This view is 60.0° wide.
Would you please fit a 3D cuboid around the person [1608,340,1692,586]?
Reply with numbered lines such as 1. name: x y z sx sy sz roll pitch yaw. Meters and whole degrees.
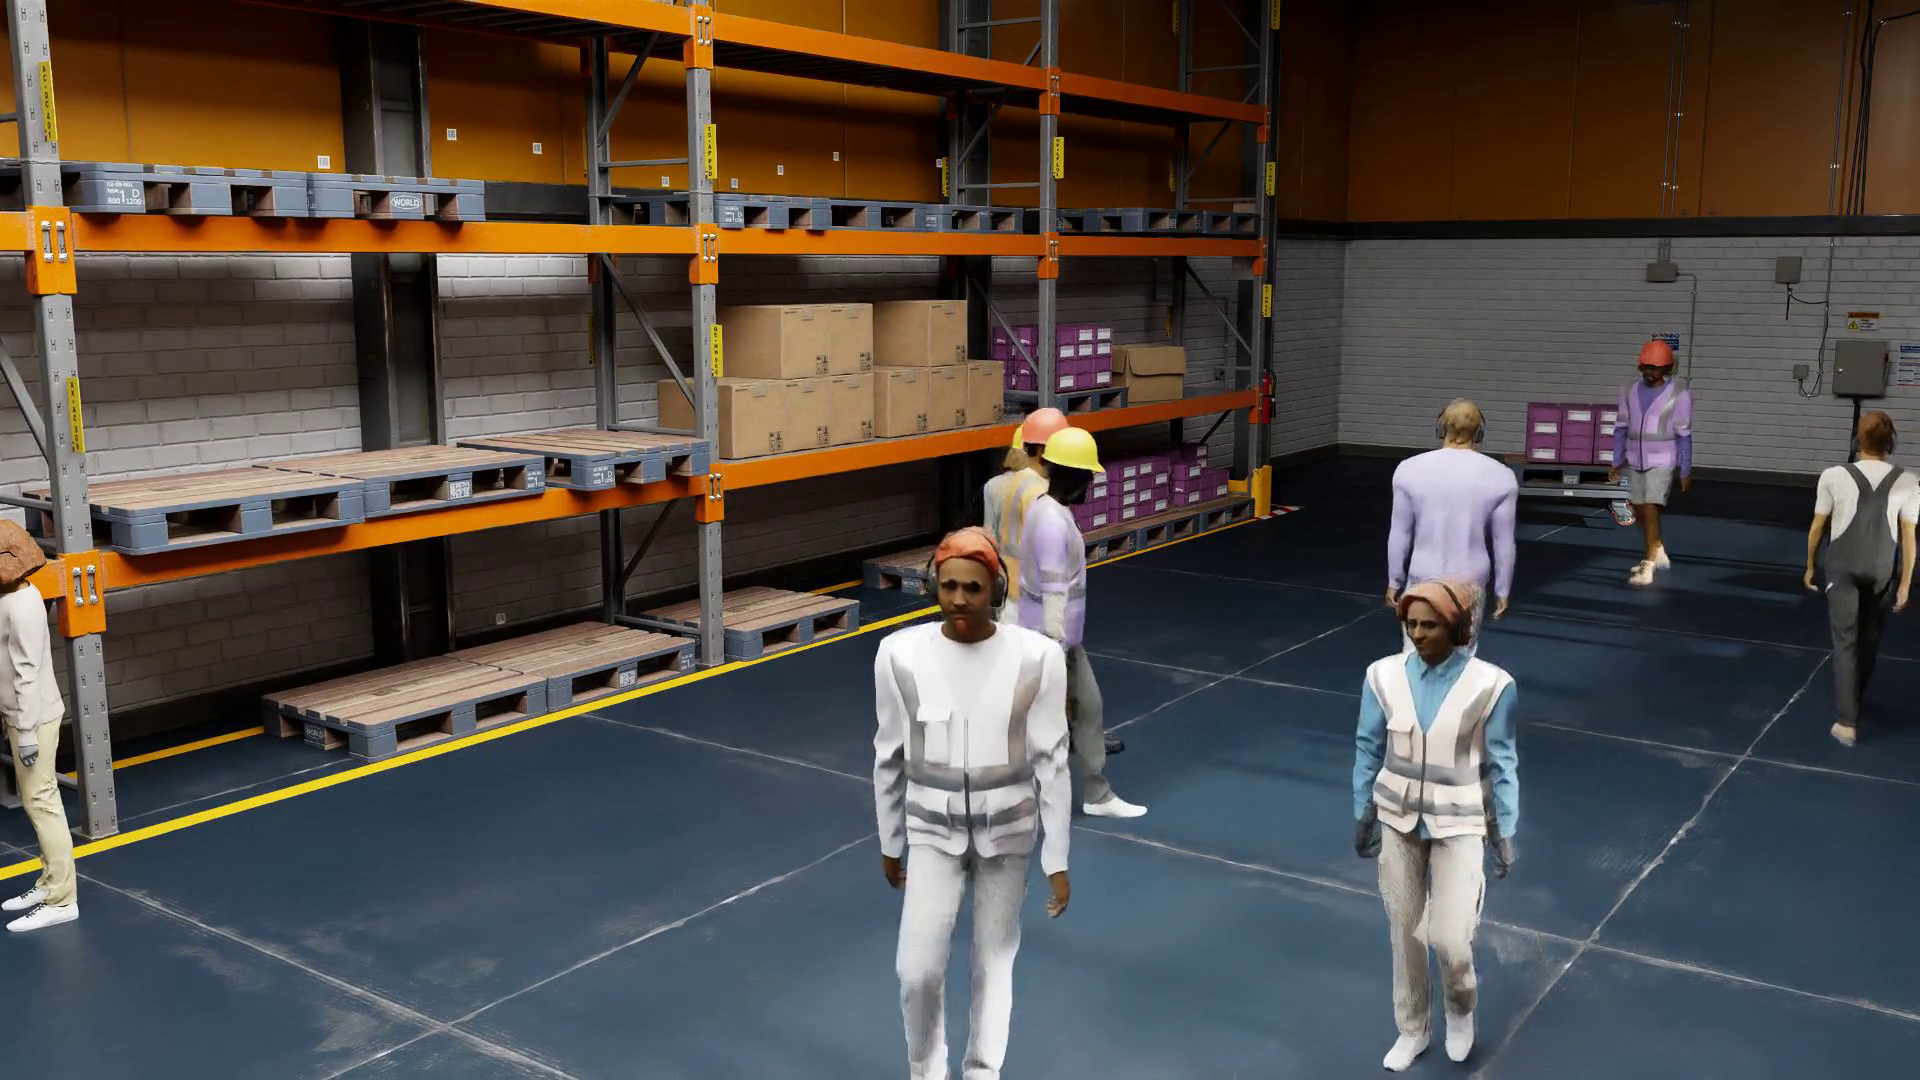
1. person: 5.693 -0.635 13.571 0.769 2.009 0.629 -6 11 -34

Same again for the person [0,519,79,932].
1. person: -3.696 0.722 6.575 0.277 1.629 0.496 -6 11 -33

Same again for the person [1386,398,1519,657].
1. person: 2.550 0.225 8.646 0.649 1.921 0.478 2 10 13

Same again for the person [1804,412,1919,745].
1. person: 5.029 0.181 9.320 0.516 1.785 0.993 3 10 18

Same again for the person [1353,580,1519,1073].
1. person: 1.503 0.930 5.335 0.533 1.622 0.378 7 12 35

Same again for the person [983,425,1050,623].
1. person: 0.351 0.201 9.356 0.502 1.727 0.411 6 11 30

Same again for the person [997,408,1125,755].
1. person: 0.335 0.247 8.673 1.018 1.885 0.552 0 10 -2

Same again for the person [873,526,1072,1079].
1. person: 0.033 0.893 4.823 0.589 1.868 0.451 1 10 4

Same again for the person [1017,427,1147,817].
1. person: 0.379 0.409 7.696 0.945 1.882 0.591 1 10 3
